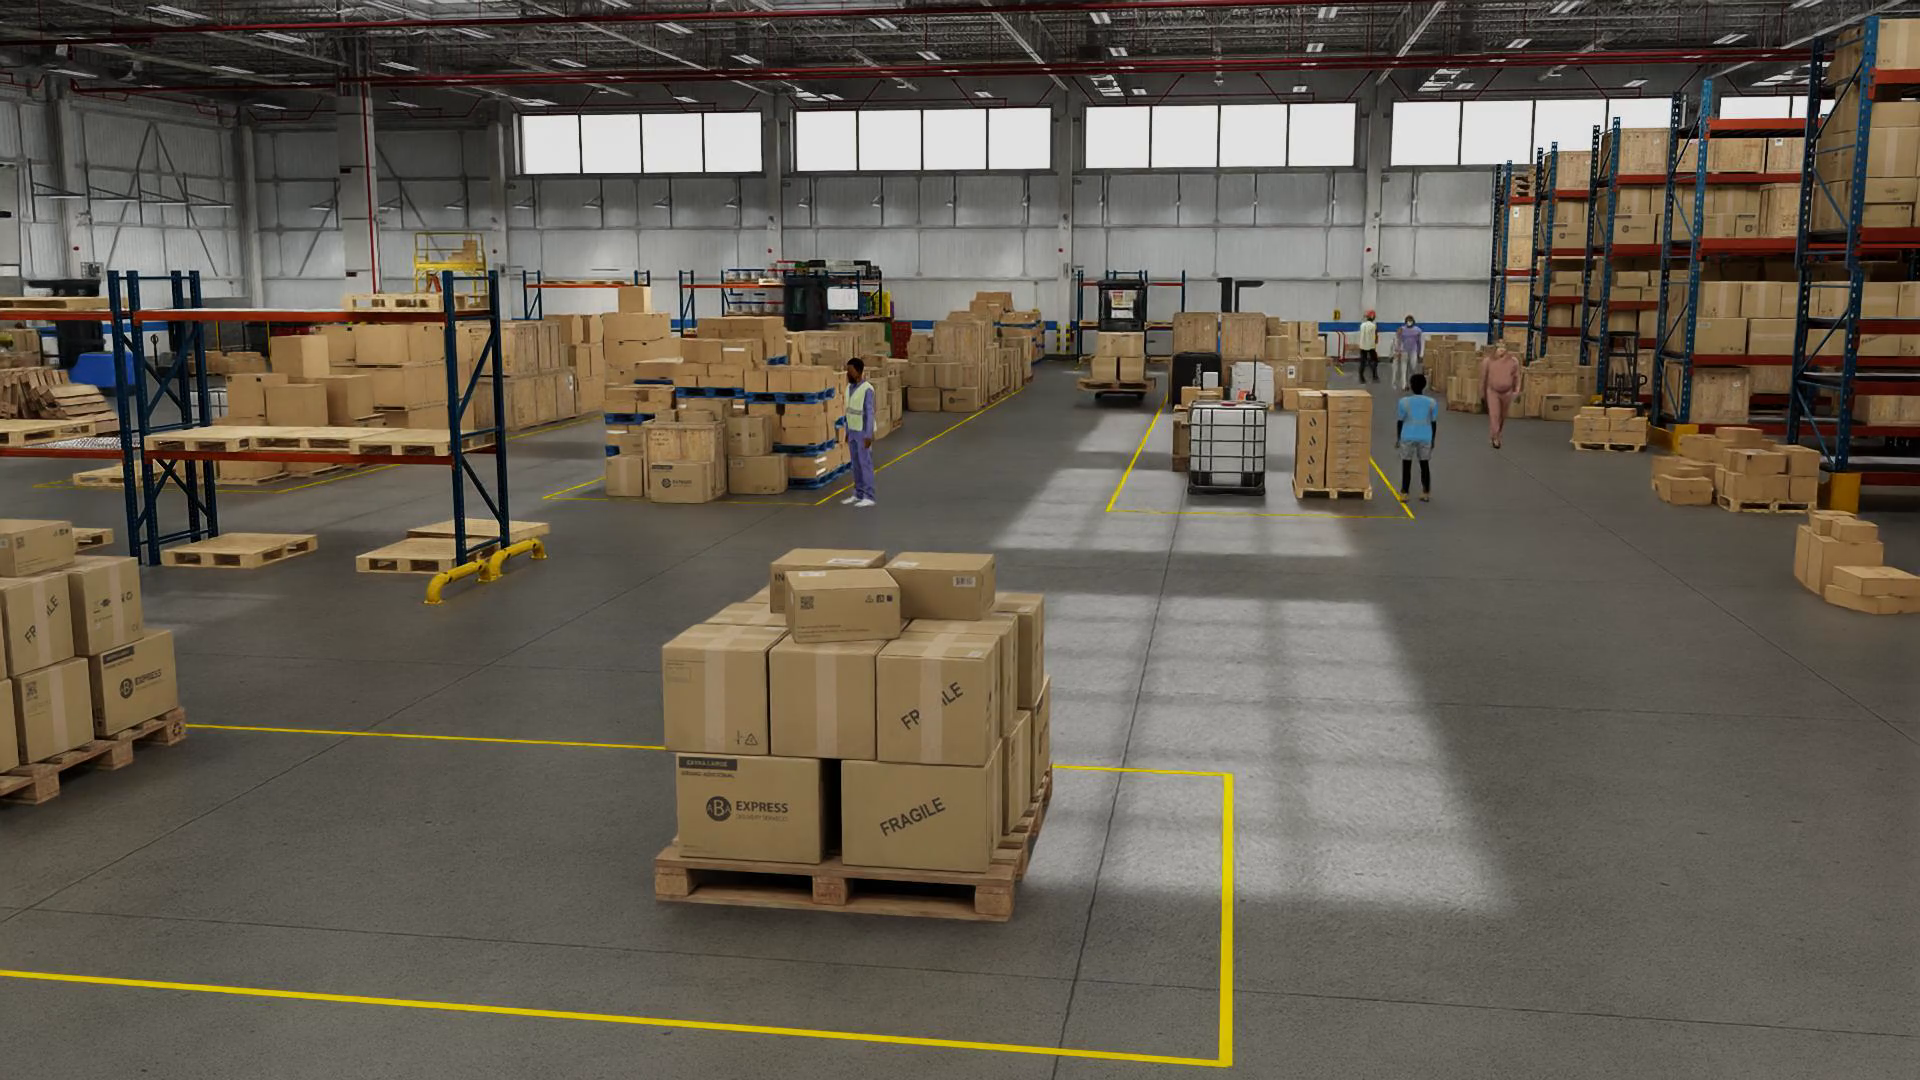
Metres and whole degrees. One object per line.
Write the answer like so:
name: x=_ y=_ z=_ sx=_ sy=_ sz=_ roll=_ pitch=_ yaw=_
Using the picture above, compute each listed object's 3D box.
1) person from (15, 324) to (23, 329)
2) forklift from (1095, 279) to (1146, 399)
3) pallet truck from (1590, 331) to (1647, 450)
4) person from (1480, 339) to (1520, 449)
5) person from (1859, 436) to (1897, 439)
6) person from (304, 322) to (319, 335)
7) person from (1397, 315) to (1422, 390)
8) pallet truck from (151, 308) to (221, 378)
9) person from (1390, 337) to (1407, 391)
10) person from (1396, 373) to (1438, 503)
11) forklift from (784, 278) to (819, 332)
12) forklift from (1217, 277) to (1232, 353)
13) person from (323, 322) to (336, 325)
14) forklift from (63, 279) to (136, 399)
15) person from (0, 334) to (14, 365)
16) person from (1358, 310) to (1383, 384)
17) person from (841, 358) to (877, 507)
person: x=-25.614 y=-5.107 z=45.414 sx=0.510 sy=1.589 sz=0.913 roll=-8 pitch=12 yaw=-40
forklift: x=3.852 y=-4.801 z=39.524 sx=1.129 sy=2.768 sz=1.873 roll=1 pitch=9 yaw=8
pallet truck: x=11.253 y=-2.573 z=28.499 sx=0.823 sy=1.965 sz=1.885 roll=5 pitch=10 yaw=27
person: x=9.285 y=-2.530 z=28.653 sx=0.637 sy=1.869 sz=0.956 roll=1 pitch=9 yaw=4
person: x=16.588 y=-2.758 z=29.885 sx=0.996 sy=1.924 sz=0.619 roll=0 pitch=9 yaw=1
person: x=-14.735 y=-4.052 z=37.930 sx=0.643 sy=1.890 sz=0.956 roll=2 pitch=9 yaw=12
person: x=11.326 y=-4.711 z=41.954 sx=0.633 sy=1.906 sz=0.805 roll=2 pitch=9 yaw=12
pallet truck: x=-21.869 y=-5.598 z=47.154 sx=0.823 sy=1.965 sz=1.885 roll=4 pitch=10 yaw=26
person: x=11.156 y=-4.583 z=42.156 sx=0.523 sy=1.602 sz=0.839 roll=2 pitch=9 yaw=9
person: x=5.961 y=-1.326 z=21.733 sx=0.540 sy=1.696 sz=0.318 roll=0 pitch=9 yaw=-2
forklift: x=-4.043 y=-5.283 z=42.498 sx=1.129 sy=2.768 sz=1.873 roll=7 pitch=11 yaw=36
forklift: x=7.709 y=-6.237 z=48.381 sx=1.873 sy=2.768 sz=1.129 roll=1 pitch=9 yaw=9
person: x=-16.930 y=-5.159 z=44.819 sx=0.638 sy=1.885 sz=1.037 roll=-4 pitch=10 yaw=-23
forklift: x=-20.561 y=-4.745 z=39.179 sx=1.873 sy=2.768 sz=1.129 roll=1 pitch=9 yaw=9
person: x=-20.089 y=-3.504 z=35.161 sx=0.892 sy=1.689 sz=0.501 roll=-4 pitch=10 yaw=-22
person: x=11.029 y=-5.175 z=44.633 sx=0.797 sy=1.965 sz=0.629 roll=-6 pitch=11 yaw=-32
person: x=-1.288 y=-1.393 z=21.470 sx=0.372 sy=1.914 sz=0.597 roll=-6 pitch=11 yaw=-32
